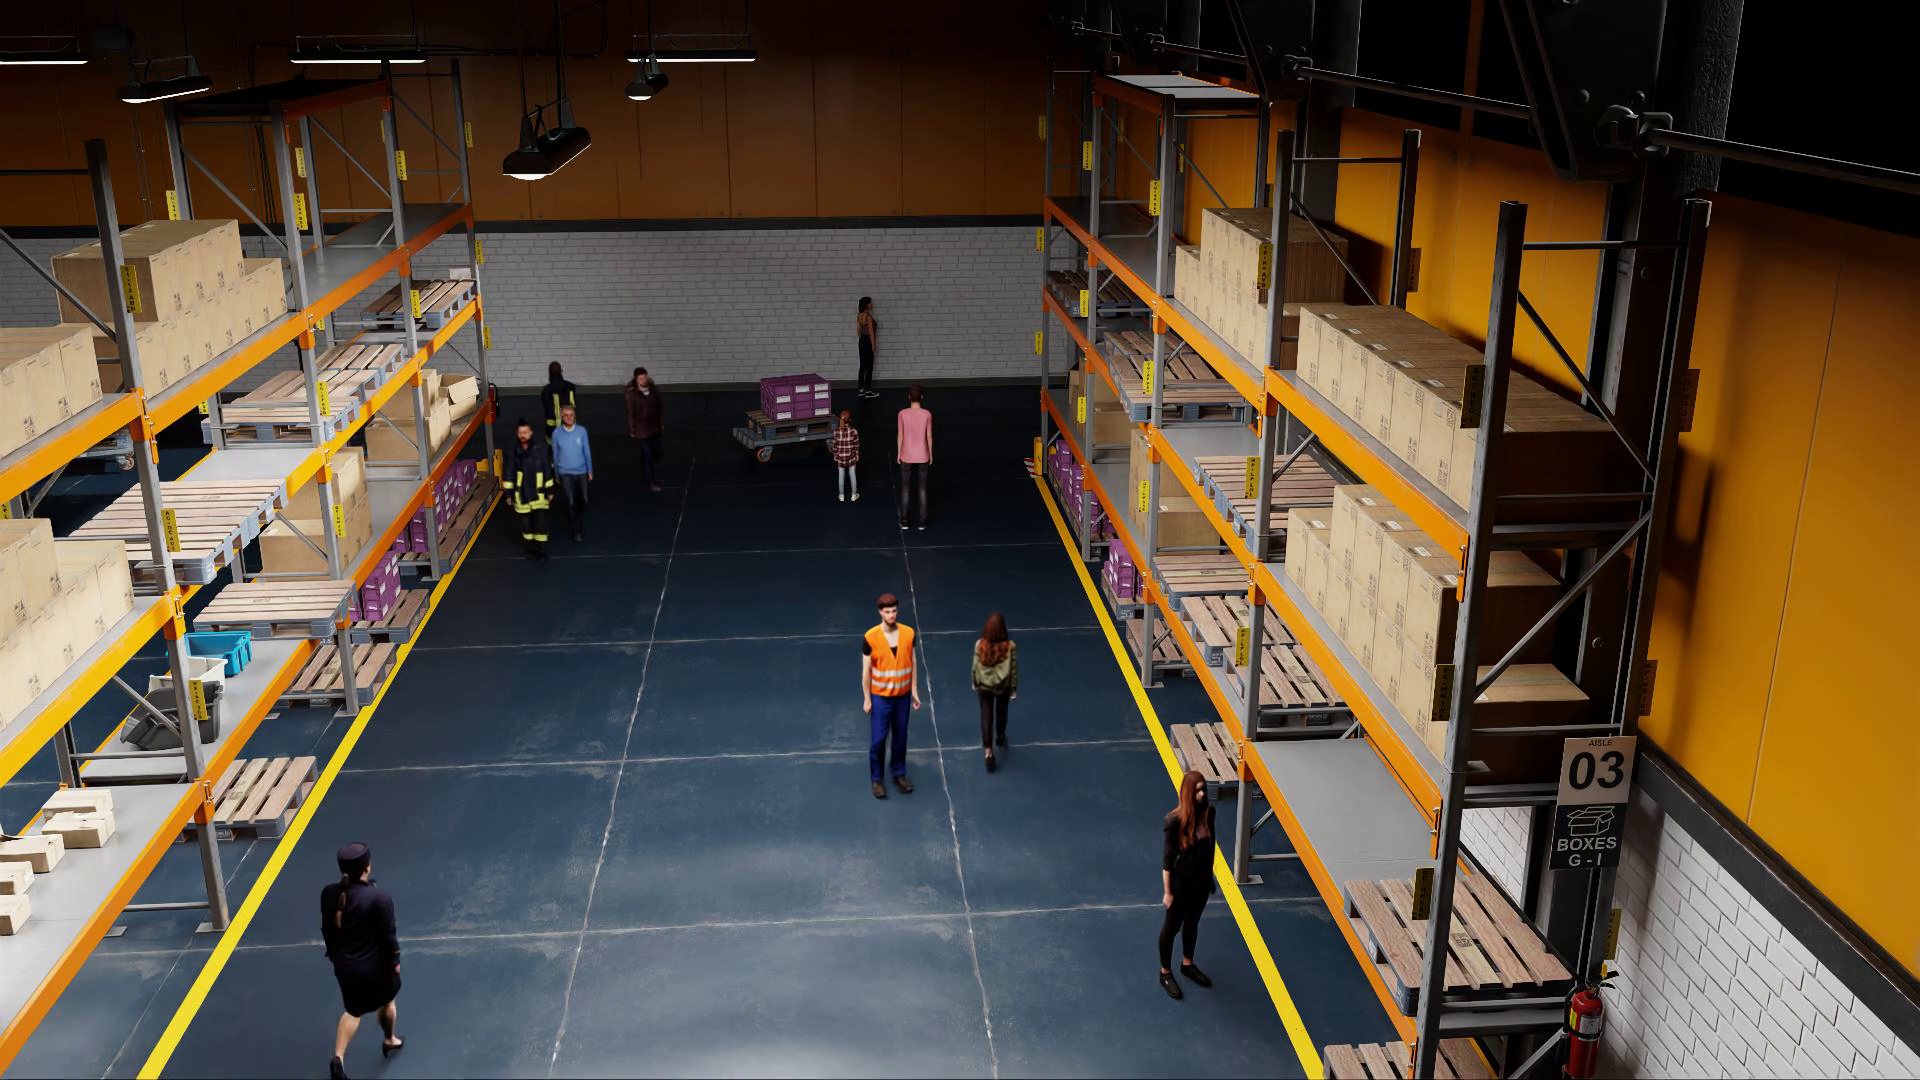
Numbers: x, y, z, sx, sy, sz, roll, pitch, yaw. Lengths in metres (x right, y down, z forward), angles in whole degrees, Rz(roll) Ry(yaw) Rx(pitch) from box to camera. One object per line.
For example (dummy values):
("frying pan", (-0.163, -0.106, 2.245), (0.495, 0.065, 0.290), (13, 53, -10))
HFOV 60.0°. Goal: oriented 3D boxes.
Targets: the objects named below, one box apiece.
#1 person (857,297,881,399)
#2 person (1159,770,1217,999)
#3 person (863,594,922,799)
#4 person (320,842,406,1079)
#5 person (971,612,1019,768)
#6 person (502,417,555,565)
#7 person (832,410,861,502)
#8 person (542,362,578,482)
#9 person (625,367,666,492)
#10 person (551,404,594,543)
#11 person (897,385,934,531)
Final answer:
("person", (-1.651, -3.411, 29.294), (0.753, 1.770, 0.643), (-13, 23, -34))
("person", (1.637, 2.442, 12.002), (0.680, 1.713, 0.672), (-11, 22, -30))
("person", (-0.627, 1.358, 14.947), (0.752, 1.886, 0.746), (-7, 20, -20))
("person", (-3.977, 2.828, 10.953), (0.879, 1.650, 1.088), (4, 19, 11))
("person", (0.308, 1.409, 15.499), (0.703, 1.439, 1.015), (2, 19, 5))
("person", (-5.415, -0.657, 20.998), (0.761, 1.845, 0.816), (-2, 19, -6))
("person", (-1.603, -1.197, 23.445), (0.547, 1.305, 0.537), (1, 19, 2))
("person", (-5.736, -1.672, 24.085), (1.075, 1.798, 1.168), (-16, 25, -40))
("person", (-4.548, -1.604, 23.854), (1.116, 1.816, 1.044), (16, 24, 39))
("person", (-5.096, -0.923, 21.859), (0.858, 1.799, 1.144), (-7, 20, -19))
("person", (-0.606, -1.100, 22.134), (0.627, 1.958, 0.552), (-1, 19, -3))
